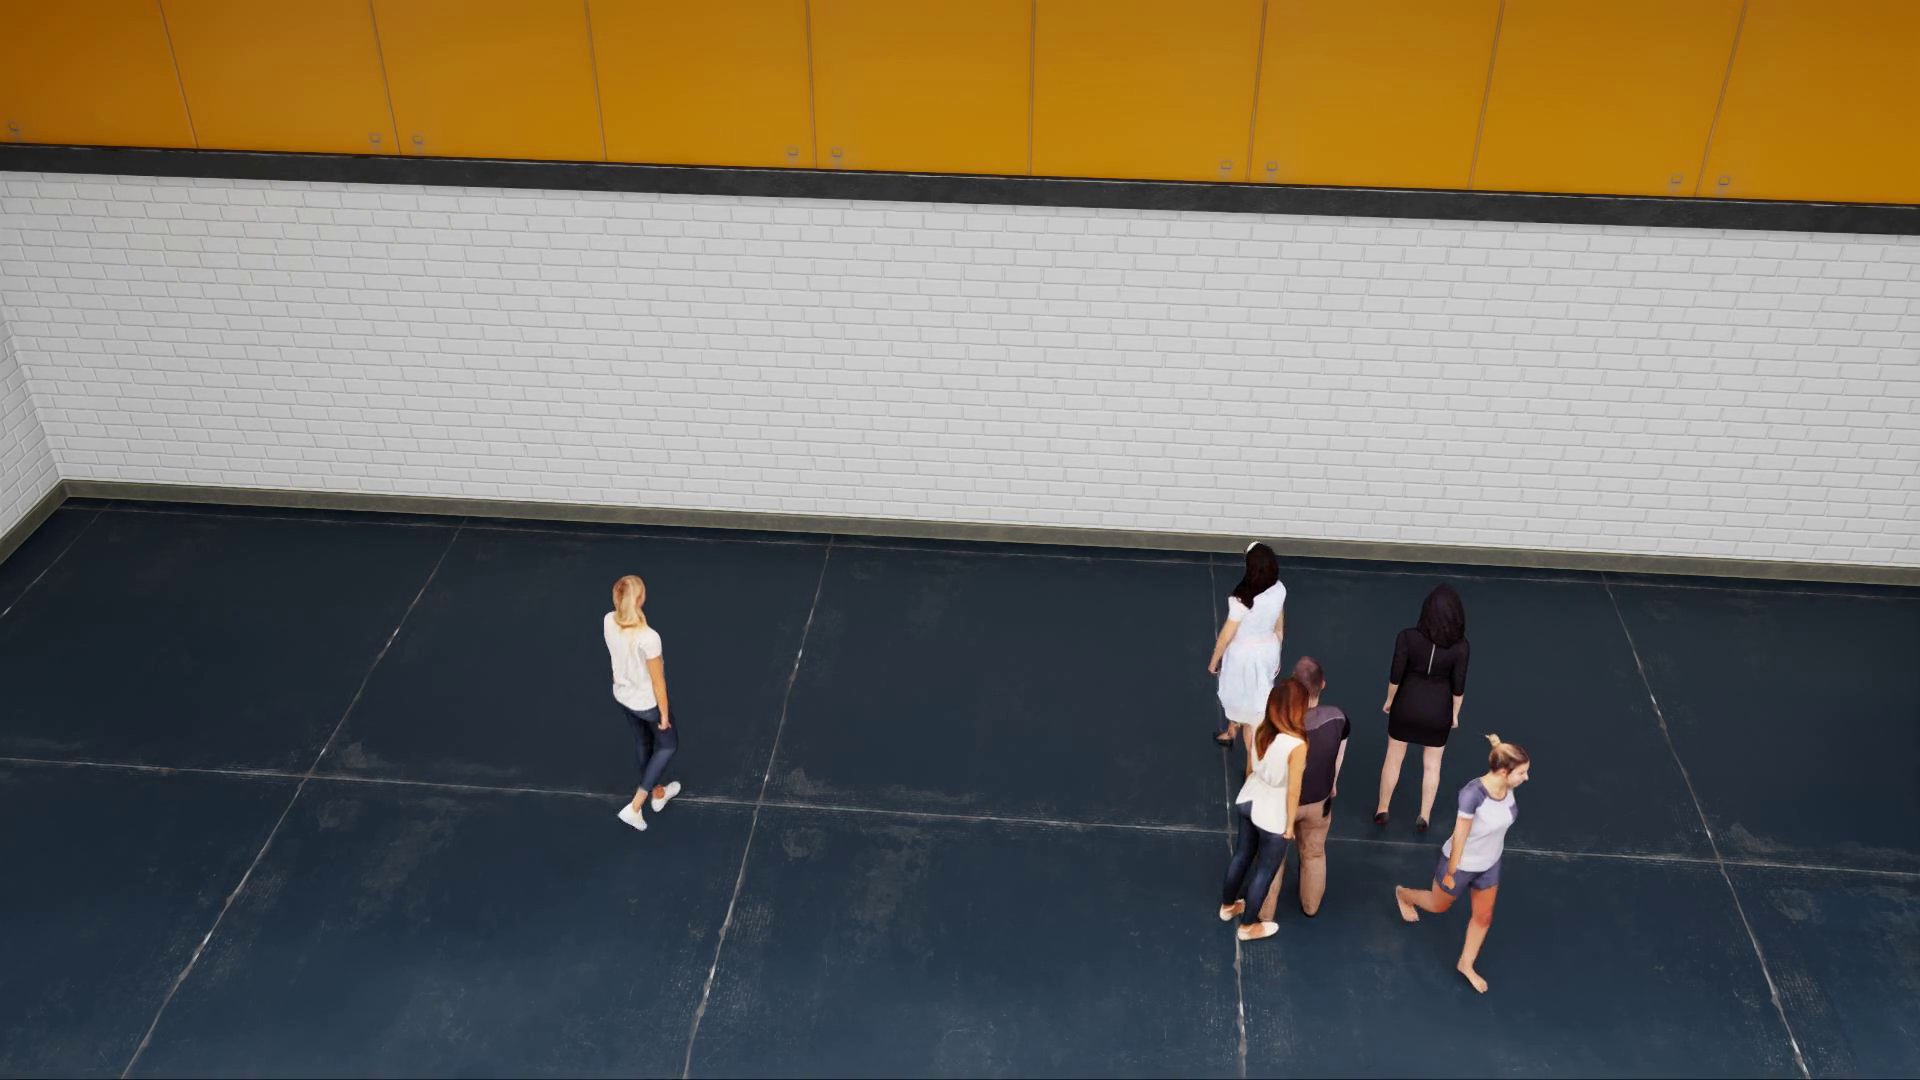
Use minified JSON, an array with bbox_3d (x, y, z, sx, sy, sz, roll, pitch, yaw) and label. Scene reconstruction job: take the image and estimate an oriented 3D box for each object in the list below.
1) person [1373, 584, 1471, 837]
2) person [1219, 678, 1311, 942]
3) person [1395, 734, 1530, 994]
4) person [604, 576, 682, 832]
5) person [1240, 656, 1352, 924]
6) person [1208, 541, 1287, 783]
[{"bbox_3d":[2.777,1.047,10.021,0.635,1.807,0.560,11,35,15],"label":"person"},{"bbox_3d":[1.706,1.522,9.338,0.777,1.772,0.681,-17,37,-24],"label":"person"},{"bbox_3d":[2.763,1.722,9.201,0.911,1.590,1.068,-15,36,-21],"label":"person"},{"bbox_3d":[-1.988,1.021,10.070,0.817,1.796,0.962,21,39,28],"label":"person"},{"bbox_3d":[1.905,1.433,9.408,0.743,1.843,0.688,-6,34,-9],"label":"person"},{"bbox_3d":[1.861,0.860,10.321,0.915,1.785,1.021,-18,37,-24],"label":"person"}]
